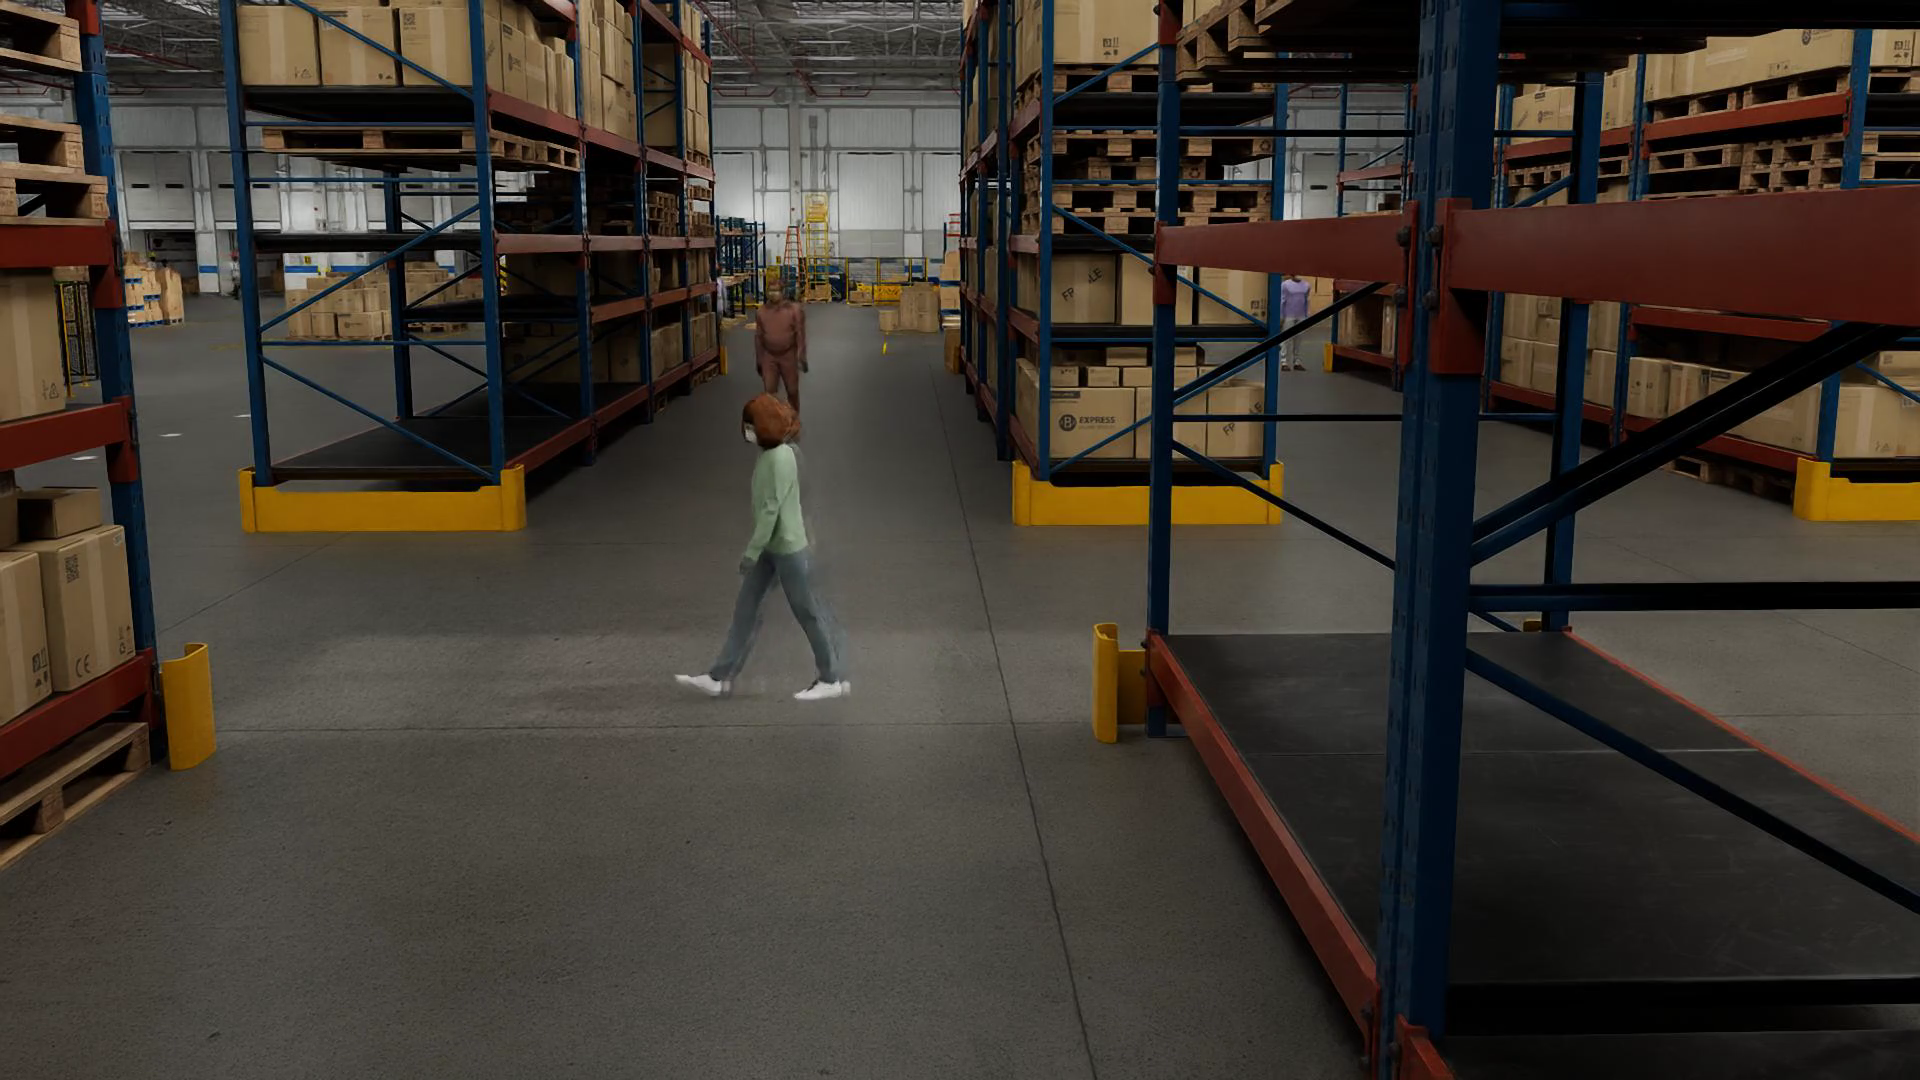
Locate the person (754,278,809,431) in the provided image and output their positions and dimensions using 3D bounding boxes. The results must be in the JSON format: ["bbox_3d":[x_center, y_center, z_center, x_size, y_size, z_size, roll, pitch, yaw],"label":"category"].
[{"bbox_3d":[-2.205,-2.270,20.548,0.692,1.920,0.466,1,10,8],"label":"person"}]

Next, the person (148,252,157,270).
[{"bbox_3d":[-33.831,-11.085,69.609,0.817,1.904,0.591,-1,10,-8],"label":"person"}]

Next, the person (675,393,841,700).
[{"bbox_3d":[-1.000,0.059,8.416,0.869,1.585,0.496,-4,11,-21],"label":"person"}]

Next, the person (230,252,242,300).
[{"bbox_3d":[-29.197,-10.649,67.112,0.410,1.923,0.545,2,10,13],"label":"person"}]

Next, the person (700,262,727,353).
[{"bbox_3d":[-5.218,-4.870,34.931,0.552,1.909,0.728,-7,12,-34],"label":"person"}]

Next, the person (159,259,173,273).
[{"bbox_3d":[-31.626,-10.370,66.305,0.530,1.663,0.819,-1,10,-7],"label":"person"}]

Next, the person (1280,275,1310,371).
[{"bbox_3d":[6.072,-4.030,30.194,0.630,1.940,0.372,-4,11,-19],"label":"person"}]

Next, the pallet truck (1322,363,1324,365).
[{"bbox_3d":[7.712,-4.157,30.737,1.885,1.965,0.823,3,11,16],"label":"pallet truck"}]
